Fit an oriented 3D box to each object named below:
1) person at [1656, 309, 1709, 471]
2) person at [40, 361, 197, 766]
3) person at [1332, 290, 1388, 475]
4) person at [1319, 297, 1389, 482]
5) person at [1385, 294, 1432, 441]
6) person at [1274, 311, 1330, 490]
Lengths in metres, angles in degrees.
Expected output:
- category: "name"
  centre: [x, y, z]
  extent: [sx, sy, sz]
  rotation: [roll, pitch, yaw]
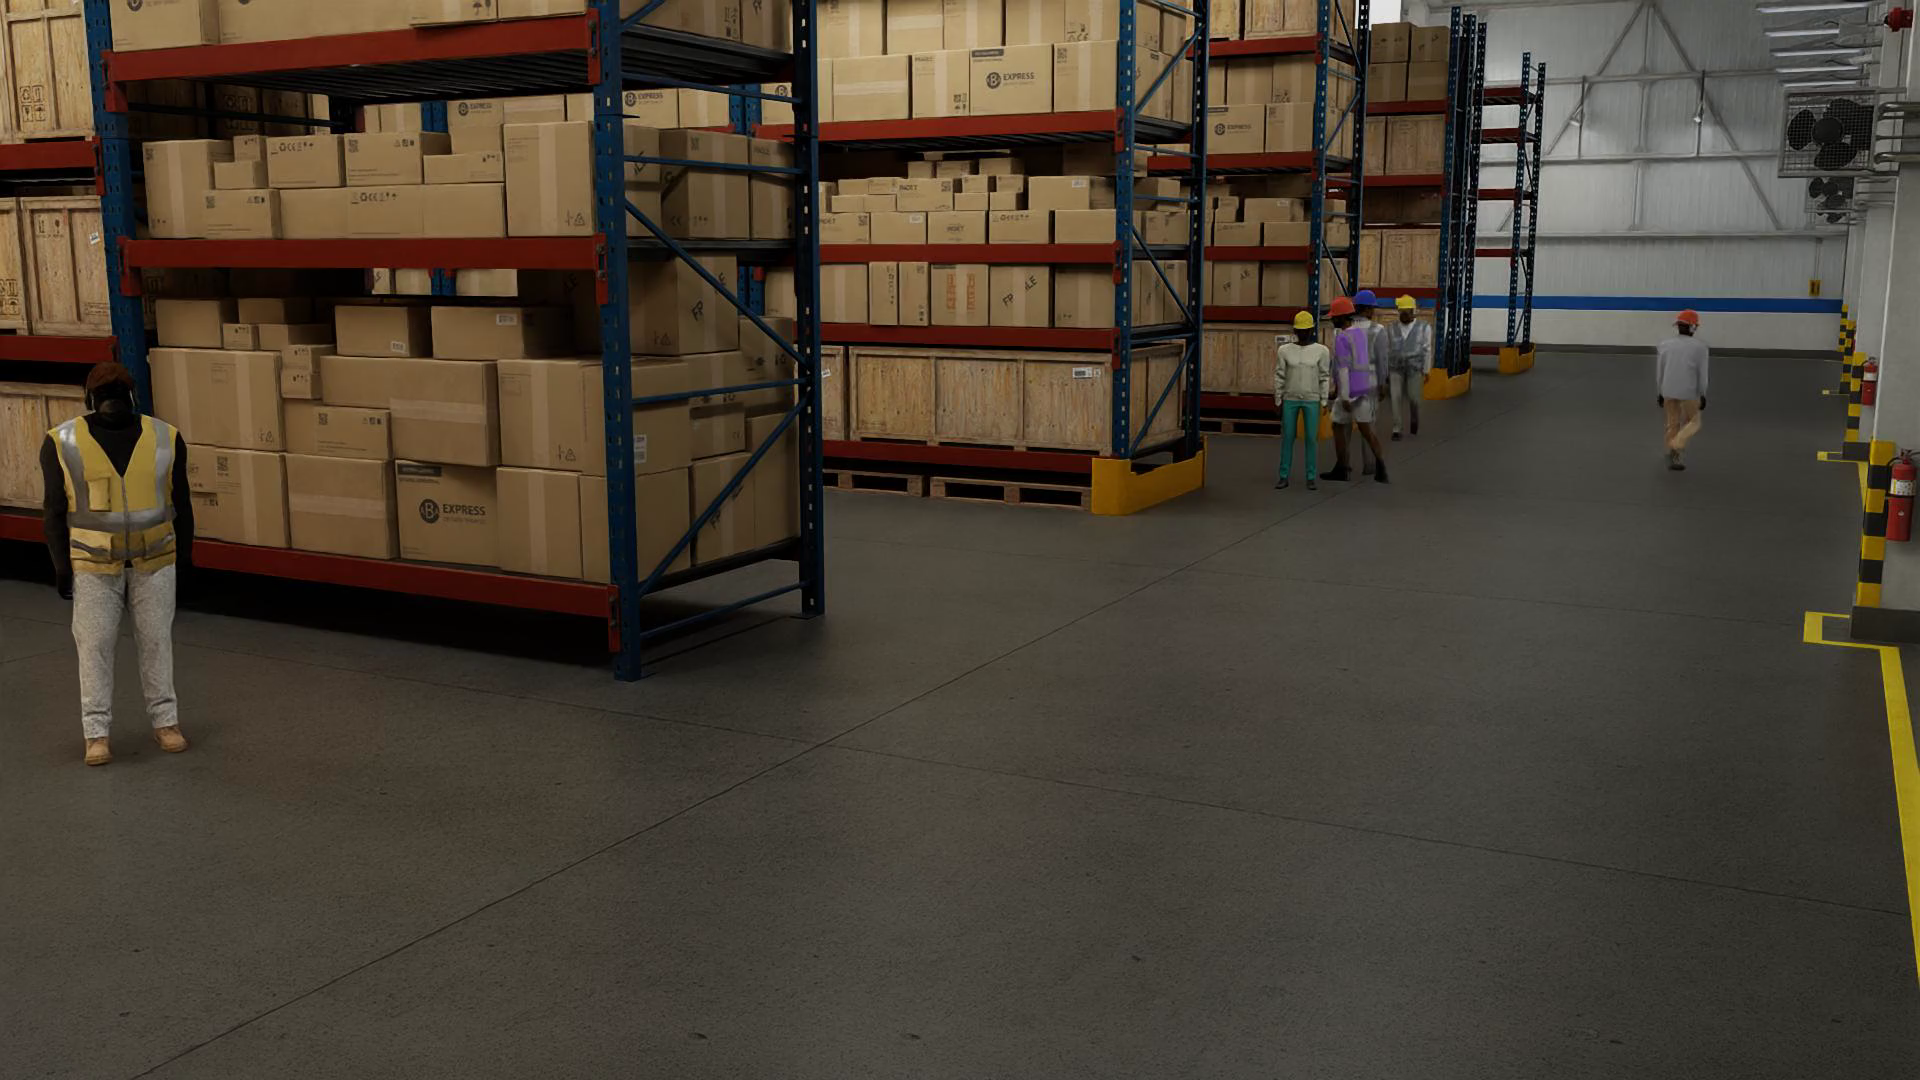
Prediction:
- category: "person"
  centre: [7.679, -1.583, 17.696]
  extent: [0.405, 1.737, 0.586]
  rotation: [-8, 13, -39]
- category: "person"
  centre: [-3.854, 0.100, 7.675]
  extent: [0.623, 1.845, 0.430]
  rotation: [-7, 12, -34]
- category: "person"
  centre: [4.220, -1.658, 17.556]
  extent: [0.605, 1.943, 0.402]
  rotation: [8, 13, 40]
- category: "person"
  centre: [4.050, -1.514, 16.898]
  extent: [0.727, 1.902, 0.565]
  rotation: [9, 13, 42]
- category: "person"
  centre: [5.567, -2.147, 20.743]
  extent: [0.608, 1.818, 0.505]
  rotation: [4, 11, 24]
- category: "person"
  centre: [3.362, -1.367, 16.392]
  extent: [0.534, 1.765, 0.325]
  rotation: [3, 10, 15]
